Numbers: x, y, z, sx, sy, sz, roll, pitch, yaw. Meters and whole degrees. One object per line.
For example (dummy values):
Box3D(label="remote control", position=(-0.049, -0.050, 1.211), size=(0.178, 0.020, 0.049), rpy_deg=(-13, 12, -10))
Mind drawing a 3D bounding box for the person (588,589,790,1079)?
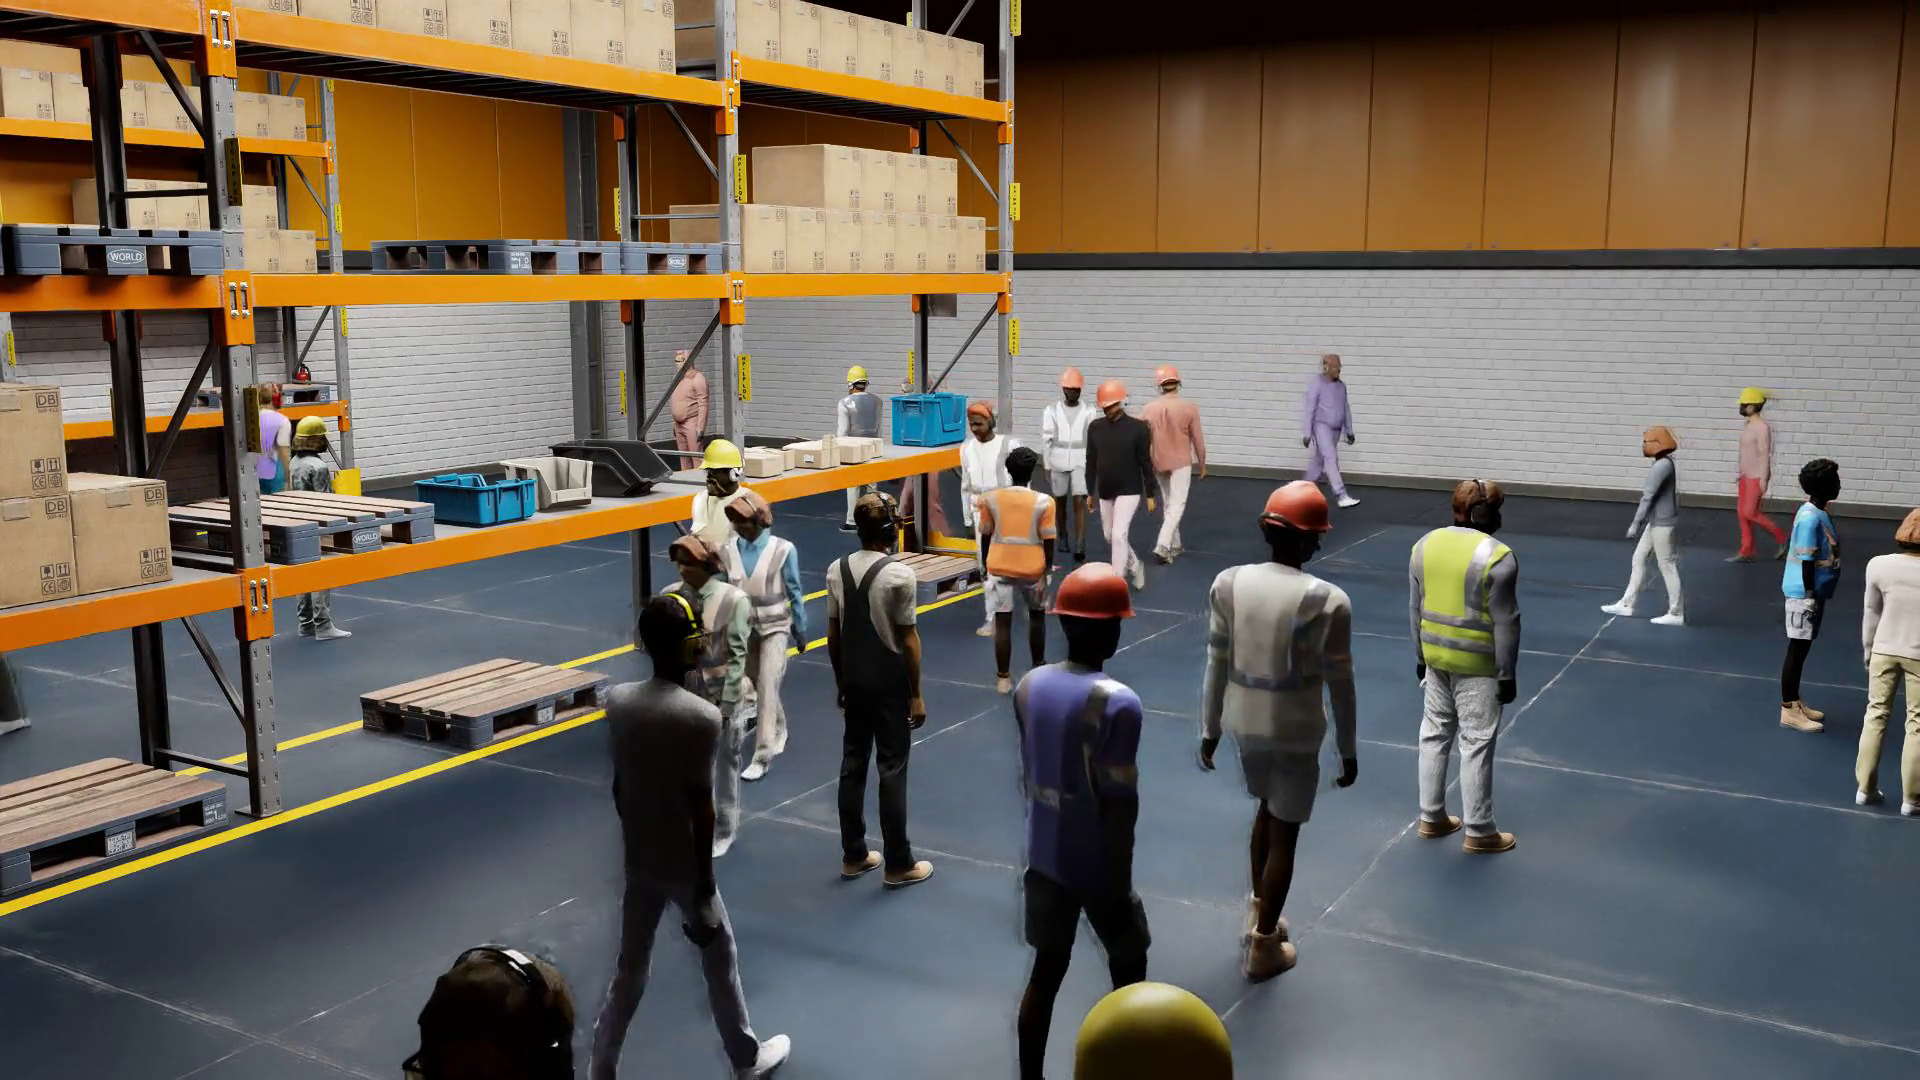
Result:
Box3D(label="person", position=(-0.953, 1.061, 5.493), size=(0.542, 1.819, 0.973), rpy_deg=(6, 11, 32))

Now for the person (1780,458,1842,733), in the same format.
Box3D(label="person", position=(5.317, 0.340, 10.394), size=(0.331, 1.702, 0.551), rpy_deg=(5, 11, 30))

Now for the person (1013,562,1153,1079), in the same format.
Box3D(label="person", position=(0.470, 1.015, 5.494), size=(0.802, 1.904, 0.571), rpy_deg=(-8, 12, -41))

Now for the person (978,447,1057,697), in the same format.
Box3D(label="person", position=(0.397, 0.202, 11.308), size=(0.552, 1.673, 0.674), rpy_deg=(1, 9, 9))

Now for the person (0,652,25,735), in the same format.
Box3D(label="person", position=(-6.135, 0.310, 9.982), size=(0.597, 1.888, 0.850), rpy_deg=(7, 12, 38))

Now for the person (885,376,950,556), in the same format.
Box3D(label="person", position=(-0.495, -0.685, 16.320), size=(0.974, 1.848, 0.630), rpy_deg=(1, 9, 5))

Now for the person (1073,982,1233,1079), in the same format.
Box3D(label="person", position=(0.241, 1.521, 2.273), size=(0.588, 1.930, 0.359), rpy_deg=(1, 9, 4))

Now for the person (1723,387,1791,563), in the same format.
Box3D(label="person", position=(7.787, -0.618, 16.210), size=(0.540, 1.749, 0.542), rpy_deg=(1, 9, 7))

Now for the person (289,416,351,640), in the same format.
Box3D(label="person", position=(-5.006, -0.097, 12.949), size=(0.493, 1.743, 0.295), rpy_deg=(8, 12, 40))

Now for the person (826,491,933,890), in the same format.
Box3D(label="person", position=(-0.381, 0.692, 7.710), size=(0.507, 1.847, 0.343), rpy_deg=(6, 11, 34))

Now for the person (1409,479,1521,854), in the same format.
Box3D(label="person", position=(2.506, 0.614, 8.223), size=(0.430, 1.840, 0.623), rpy_deg=(-5, 11, -30))

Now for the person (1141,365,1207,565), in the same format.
Box3D(label="person", position=(2.070, -0.735, 16.408), size=(0.646, 1.957, 0.978), rpy_deg=(5, 11, 31))

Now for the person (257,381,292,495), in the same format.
Box3D(label="person", position=(-6.520, -0.583, 15.729), size=(0.577, 1.831, 0.458), rpy_deg=(5, 10, 26))

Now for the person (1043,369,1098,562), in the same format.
Box3D(label="person", position=(1.097, -0.750, 16.587), size=(0.544, 1.892, 1.010), rpy_deg=(1, 9, 4))

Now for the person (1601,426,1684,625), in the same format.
Box3D(label="person", position=(5.573, -0.119, 13.515), size=(0.749, 1.599, 0.510), rpy_deg=(5, 10, 27))

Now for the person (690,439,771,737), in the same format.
Box3D(label="person", position=(-1.445, 0.293, 10.237), size=(0.596, 1.832, 0.404), rpy_deg=(6, 11, 31))

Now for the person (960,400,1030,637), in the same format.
Box3D(label="person", position=(0.315, -0.183, 13.112), size=(0.635, 1.863, 0.612), rpy_deg=(7, 11, 36))

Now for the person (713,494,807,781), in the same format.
Box3D(label="person", position=(-1.148, 0.523, 9.577), size=(0.541, 1.593, 0.858), rpy_deg=(2, 9, 15))

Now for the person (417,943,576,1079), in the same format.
Box3D(label="person", position=(-0.597, 1.493, 2.535), size=(0.637, 1.910, 0.951), rpy_deg=(5, 10, 27))

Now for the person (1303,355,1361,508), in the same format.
Box3D(label="person", position=(4.530, -1.331, 20.306), size=(0.668, 1.851, 0.989), rpy_deg=(-8, 12, -40))

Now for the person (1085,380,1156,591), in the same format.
Box3D(label="person", position=(1.420, -0.435, 14.458), size=(0.640, 1.947, 0.899), rpy_deg=(7, 11, 37))

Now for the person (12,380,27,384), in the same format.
Box3D(label="person", position=(-8.099, -0.443, 14.611), size=(0.641, 1.905, 0.888), rpy_deg=(5, 11, 31))

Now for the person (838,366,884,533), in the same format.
Box3D(label="person", position=(-1.119, -0.994, 18.274), size=(0.600, 1.832, 0.404), rpy_deg=(-8, 12, -40))

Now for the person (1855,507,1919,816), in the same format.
Box3D(label="person", position=(4.996, 0.634, 8.756), size=(0.270, 1.627, 0.499), rpy_deg=(-7, 12, -38))

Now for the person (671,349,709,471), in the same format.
Box3D(label="person", position=(-3.383, -1.412, 20.663), size=(0.400, 1.905, 0.643), rpy_deg=(-8, 12, -40))

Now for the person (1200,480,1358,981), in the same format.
Box3D(label="person", position=(1.343, 0.756, 6.771), size=(0.639, 2.014, 0.662), rpy_deg=(8, 12, 41))

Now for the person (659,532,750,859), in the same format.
Box3D(label="person", position=(-1.239, 0.768, 7.944), size=(0.508, 1.615, 0.575), rpy_deg=(3, 9, 16))
